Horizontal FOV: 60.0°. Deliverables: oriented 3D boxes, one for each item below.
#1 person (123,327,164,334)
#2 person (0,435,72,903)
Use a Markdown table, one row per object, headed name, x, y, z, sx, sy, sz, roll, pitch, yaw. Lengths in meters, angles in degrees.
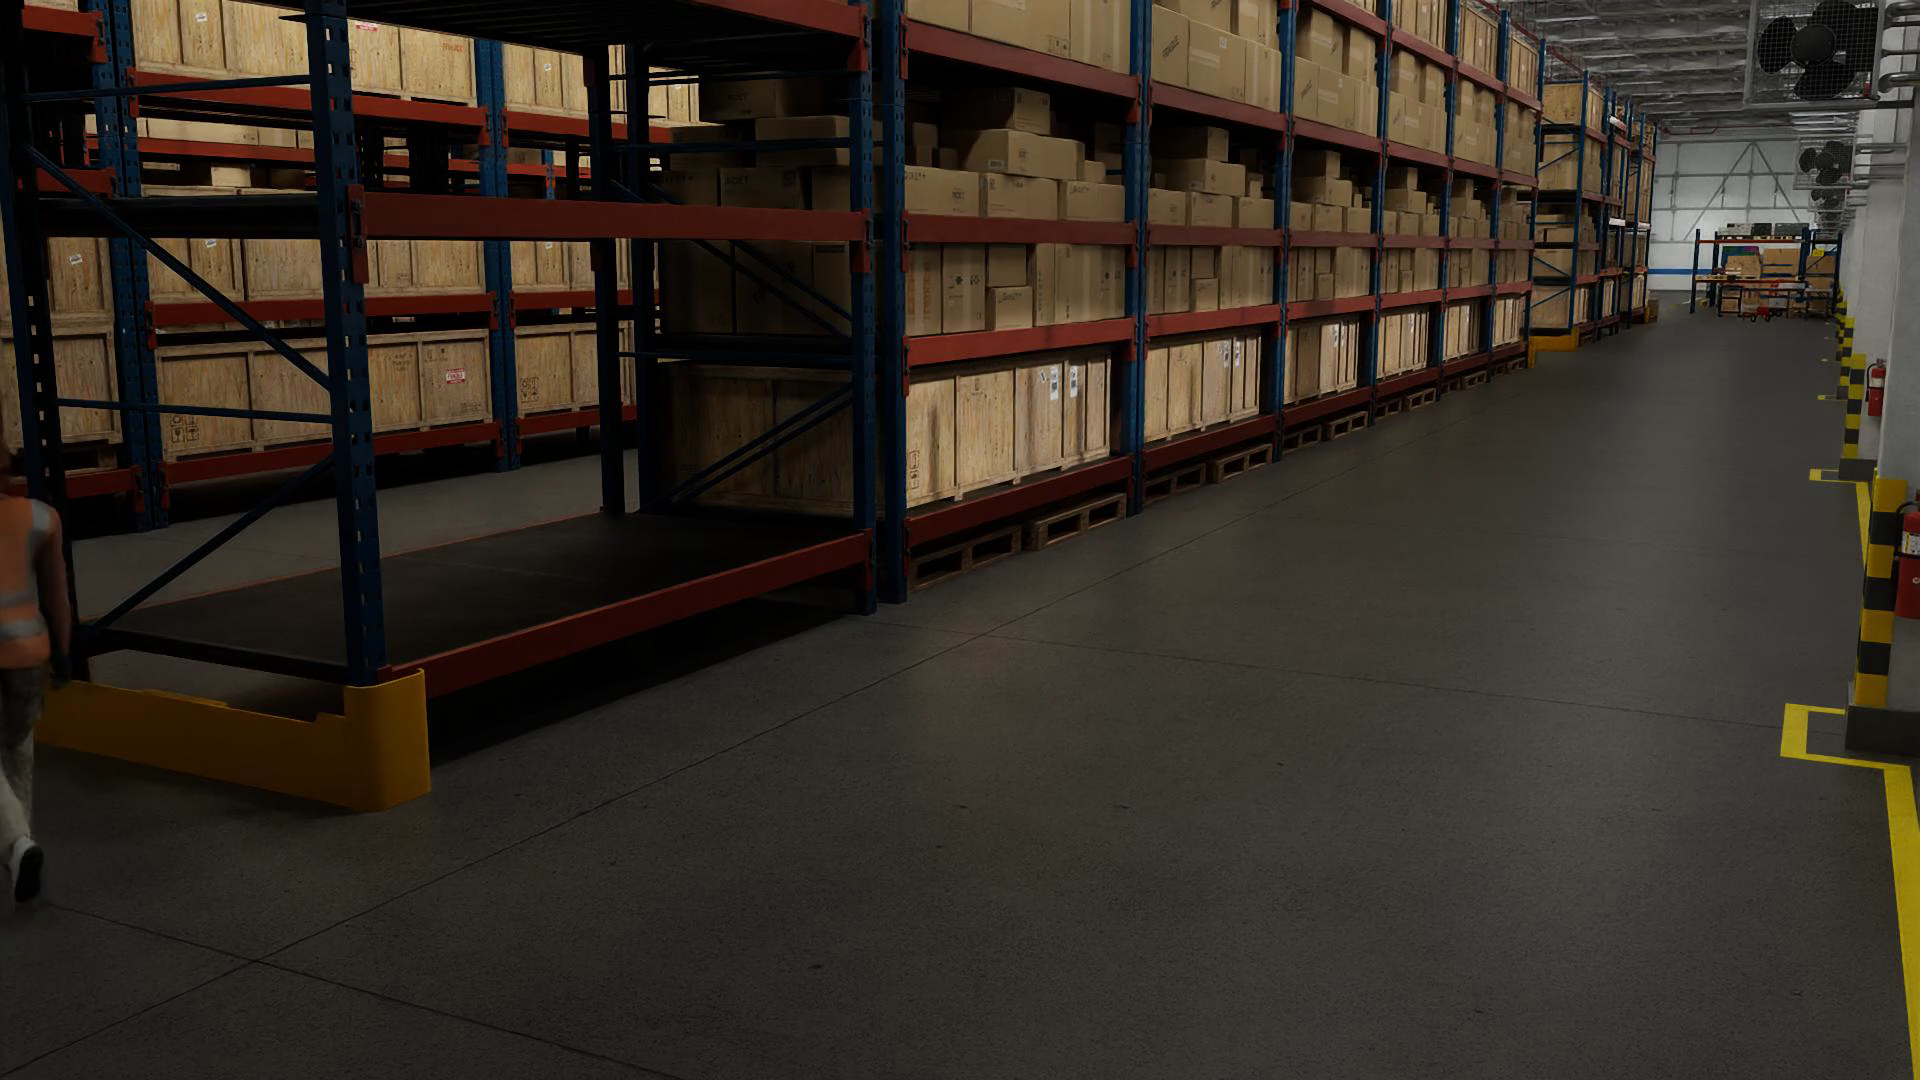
| name | x | y | z | sx | sy | sz | roll | pitch | yaw |
| --- | --- | --- | --- | --- | --- | --- | --- | --- | --- |
| person | -8.122 | -1.527 | 16.503 | 0.579 | 1.739 | 0.386 | -2 | 10 | -10 |
| person | -3.274 | 0.406 | 5.648 | 0.719 | 1.613 | 0.522 | 9 | 13 | 42 |
